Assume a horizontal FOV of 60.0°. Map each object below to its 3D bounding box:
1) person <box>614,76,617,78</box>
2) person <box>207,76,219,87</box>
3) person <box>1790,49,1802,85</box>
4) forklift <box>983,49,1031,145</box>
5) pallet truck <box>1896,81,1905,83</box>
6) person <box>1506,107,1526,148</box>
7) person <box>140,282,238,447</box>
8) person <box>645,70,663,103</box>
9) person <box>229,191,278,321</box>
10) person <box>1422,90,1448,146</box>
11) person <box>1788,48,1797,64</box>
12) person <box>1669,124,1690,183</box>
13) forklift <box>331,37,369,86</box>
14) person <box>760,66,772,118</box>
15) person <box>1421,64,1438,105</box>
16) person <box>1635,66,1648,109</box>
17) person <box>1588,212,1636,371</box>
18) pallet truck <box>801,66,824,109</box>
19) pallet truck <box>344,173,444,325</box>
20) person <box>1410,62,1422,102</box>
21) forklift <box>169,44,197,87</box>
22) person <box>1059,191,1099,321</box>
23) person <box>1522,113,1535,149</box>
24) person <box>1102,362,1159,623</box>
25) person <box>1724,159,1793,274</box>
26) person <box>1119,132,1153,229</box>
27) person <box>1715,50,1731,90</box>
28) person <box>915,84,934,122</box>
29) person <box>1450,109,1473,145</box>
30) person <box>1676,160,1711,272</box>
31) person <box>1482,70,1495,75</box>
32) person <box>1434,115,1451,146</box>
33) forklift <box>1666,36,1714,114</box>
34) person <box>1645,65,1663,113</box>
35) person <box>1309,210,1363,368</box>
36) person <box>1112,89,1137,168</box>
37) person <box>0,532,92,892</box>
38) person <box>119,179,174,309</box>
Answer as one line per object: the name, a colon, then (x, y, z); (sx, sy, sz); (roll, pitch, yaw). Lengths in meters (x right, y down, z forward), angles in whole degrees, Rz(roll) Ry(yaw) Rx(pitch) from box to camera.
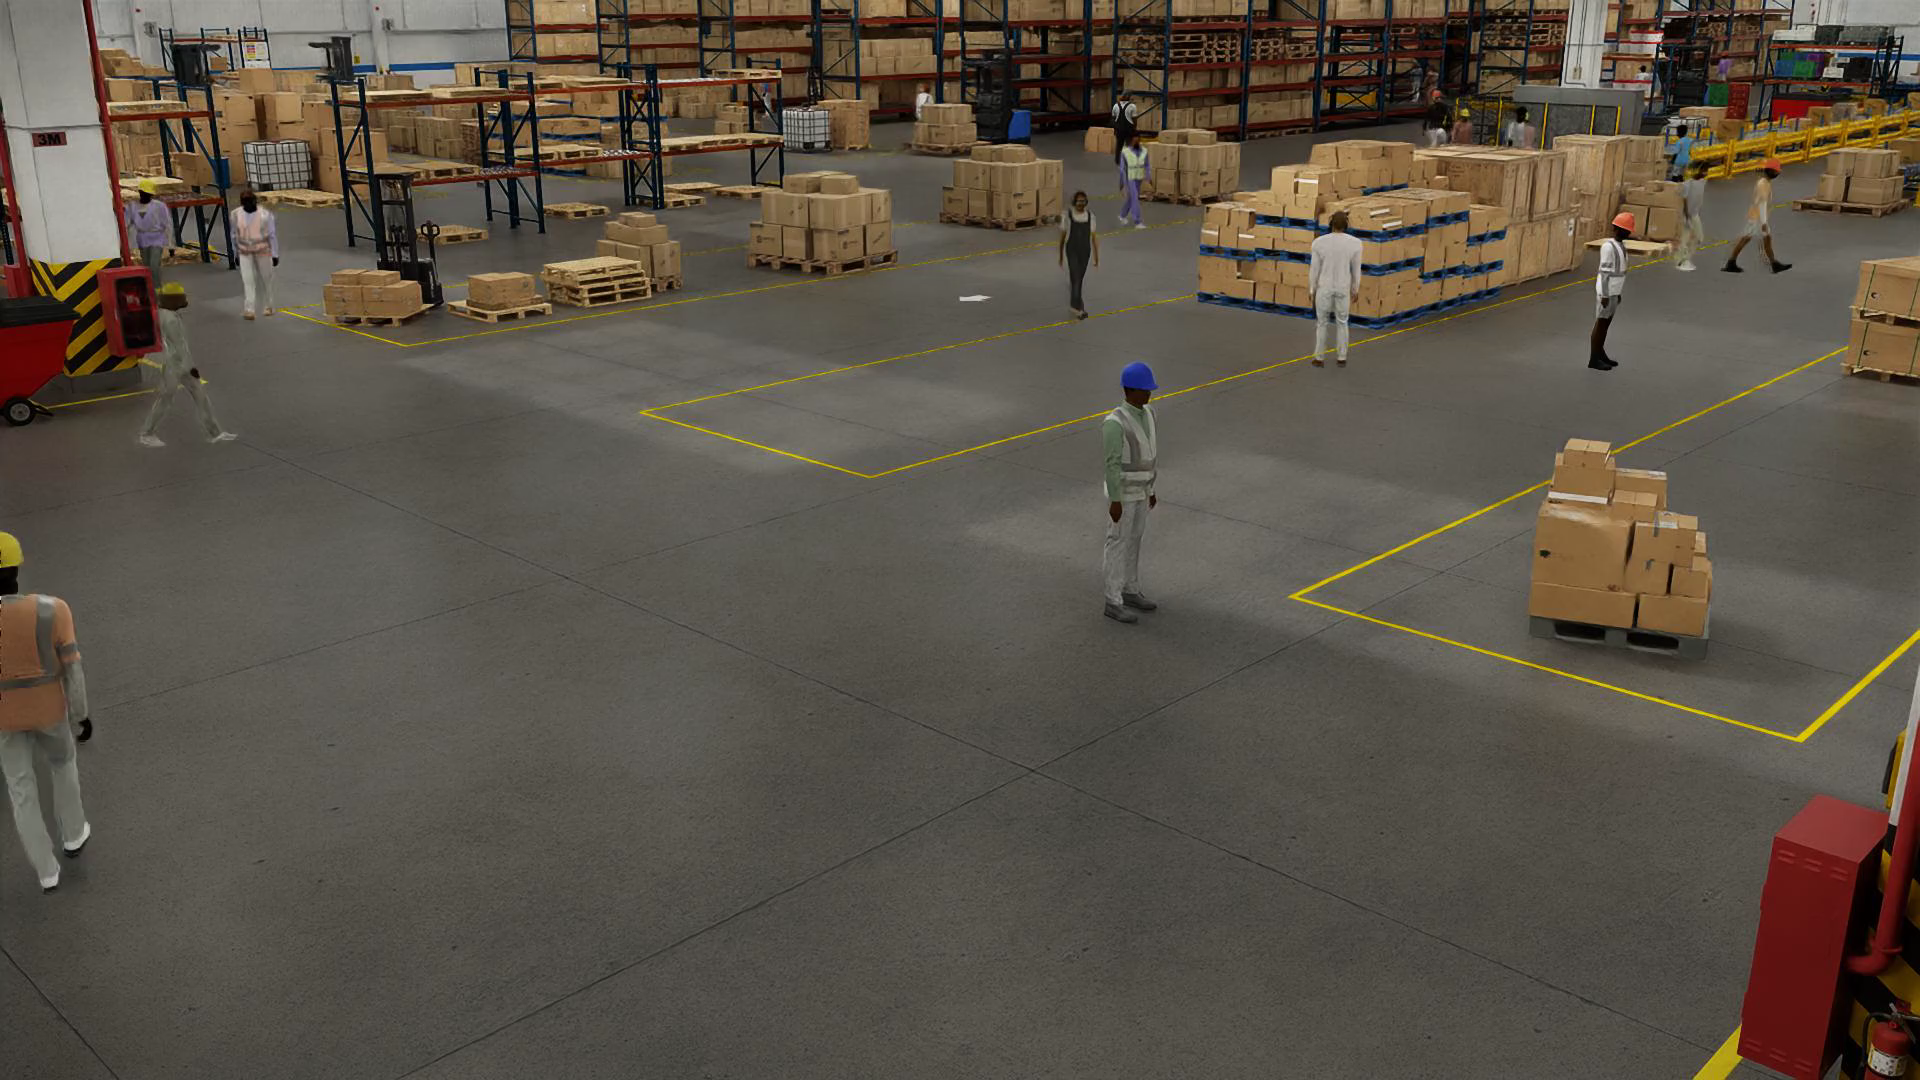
person: (-11.854, -15.270, 57.749); (0.524, 1.629, 0.414); (10, 21, 28)
person: (-23.319, -13.583, 52.205); (0.426, 1.915, 0.651); (-1, 18, -4)
person: (40.709, -23.054, 81.043); (0.772, 1.728, 0.532); (-16, 24, -40)
forklift: (1.128, -12.909, 48.675); (1.129, 2.768, 1.873); (17, 25, 41)
pallet truck: (34.802, -16.331, 61.455); (0.653, 1.274, 1.630); (17, 25, 41)
person: (12.926, -9.111, 38.754); (0.631, 1.912, 1.021); (-14, 23, -37)
person: (-8.063, -1.796, 17.078); (0.925, 1.679, 0.488); (-5, 19, -14)
person: (-10.396, -14.999, 56.497); (0.593, 1.909, 0.385); (0, 18, 0)
person: (-9.999, -4.016, 23.558); (0.659, 1.802, 0.901); (-3, 19, -9)
person: (12.518, -10.891, 44.029); (0.656, 1.954, 0.925); (-6, 19, -18)
person: (42.154, -24.338, 84.534); (0.643, 1.962, 0.823); (2, 18, 5)
person: (15.950, -8.339, 36.788); (0.580, 1.676, 0.447); (-14, 23, -37)
forklift: (-22.774, -17.208, 61.626); (1.129, 2.768, 1.873); (17, 25, 41)
person: (-7.071, -16.329, 60.613); (0.430, 1.839, 0.619); (3, 19, 8)
person: (17.303, -16.552, 61.202); (0.645, 1.885, 0.797); (-14, 23, -36)
person: (26.454, -17.545, 64.543); (0.557, 1.649, 0.847); (12, 22, 32)
person: (8.052, -3.070, 20.521); (0.378, 1.928, 0.542); (14, 23, 36)
pallet truck: (-4.812, -15.182, 56.903); (0.823, 1.965, 1.885); (-9, 21, -26)
pallet truck: (-8.209, -4.181, 23.757); (0.823, 1.965, 1.885); (3, 19, 9)
person: (18.939, -19.017, 69.049); (0.562, 1.612, 0.446); (-6, 19, -18)
forklift: (-24.644, -14.331, 52.958); (1.129, 2.768, 1.873); (17, 25, 41)
person: (1.709, -4.043, 23.656); (0.533, 1.791, 0.950); (-5, 19, -14)
person: (13.384, -9.263, 39.519); (0.531, 1.712, 0.948); (-2, 18, -6)
person: (1.271, -0.367, 12.345); (0.391, 1.948, 0.605); (12, 22, 32)
person: (13.215, -5.306, 27.346); (1.040, 1.869, 0.582); (11, 21, 29)
person: (3.403, -7.115, 32.805); (0.599, 1.874, 0.991); (-10, 21, -27)
person: (33.540, -20.537, 73.152); (0.502, 1.926, 0.577); (-12, 22, -33)
person: (-0.991, -12.550, 49.229); (0.580, 1.830, 0.978); (14, 23, 37)
person: (12.272, -9.707, 40.815); (0.548, 1.745, 0.639); (-2, 18, -5)
person: (12.143, -5.365, 27.569); (0.550, 1.835, 0.472); (-10, 21, -27)
person: (22.666, -19.855, 71.450); (0.540, 1.695, 0.317); (6, 19, 17)
person: (10.835, -8.552, 37.184); (0.786, 1.840, 0.510); (8, 20, 24)
forklift: (27.341, -17.291, 61.877); (1.129, 2.768, 1.873); (17, 25, 41)
person: (25.975, -16.874, 62.287); (0.598, 1.815, 0.630); (15, 23, 38)
person: (4.630, -3.097, 20.584); (0.635, 1.937, 0.352); (1, 18, 4)
person: (4.344, -10.758, 43.507); (0.689, 2.000, 0.538); (10, 21, 28)
person: (-4.904, 0.855, 8.727); (0.610, 1.900, 0.786); (-8, 20, -24)
person: (-11.901, -4.284, 24.243); (0.668, 1.888, 0.618); (2, 18, 6)
